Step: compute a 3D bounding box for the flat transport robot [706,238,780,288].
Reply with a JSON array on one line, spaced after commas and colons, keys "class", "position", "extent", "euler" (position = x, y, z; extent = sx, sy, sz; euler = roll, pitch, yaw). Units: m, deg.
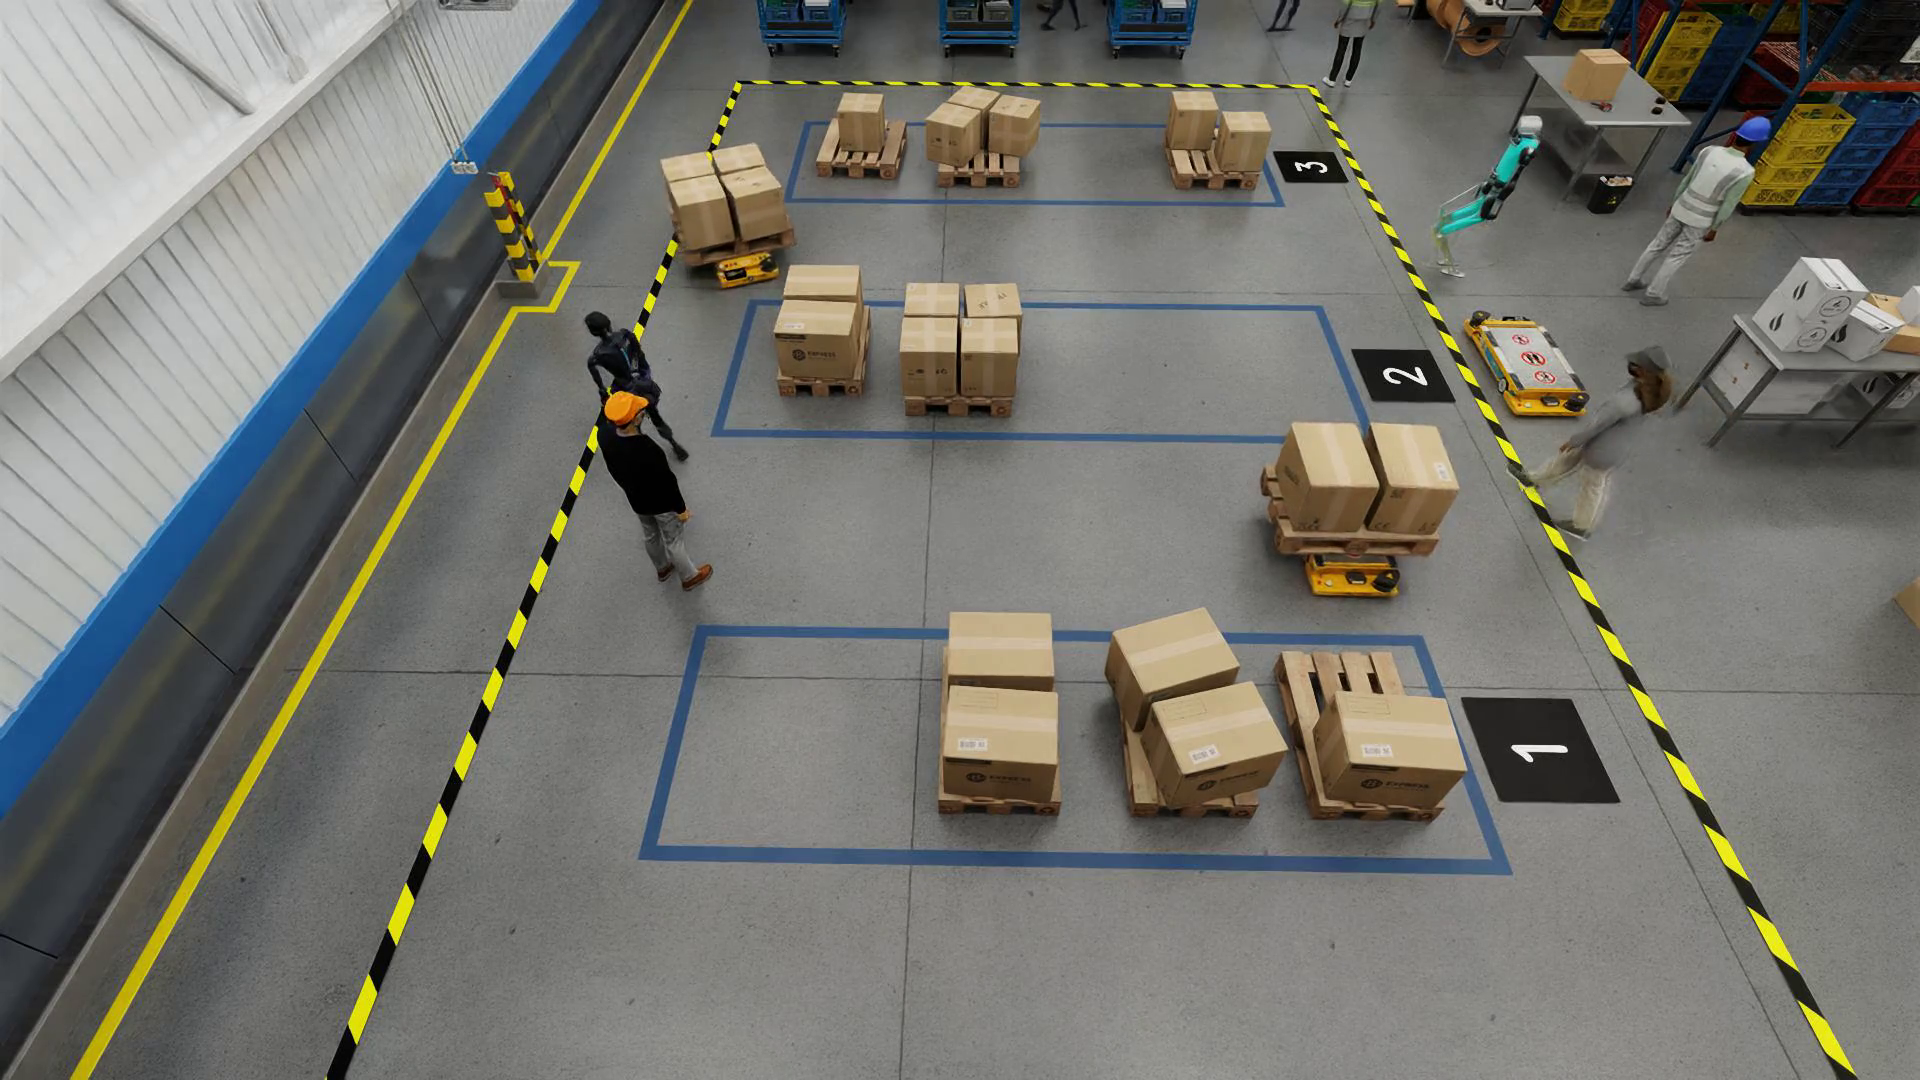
[{"class": "flat transport robot", "position": [-2.566, -3.395, 10.453], "extent": [0.652, 0.197, 1.431], "euler": [-17, 51, -14]}]

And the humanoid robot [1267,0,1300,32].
[{"class": "humanoid robot", "position": [5.191, -8.775, 14.205], "extent": [0.448, 1.640, 0.609], "euler": [-16, 51, -13]}]

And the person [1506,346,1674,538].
[{"class": "person", "position": [5.008, -0.828, 7.283], "extent": [0.571, 1.730, 0.887], "euler": [-34, 57, -26]}]

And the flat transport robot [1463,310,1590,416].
[{"class": "flat transport robot", "position": [5.573, -1.757, 9.054], "extent": [0.659, 0.231, 1.431], "euler": [1, 49, 1]}]

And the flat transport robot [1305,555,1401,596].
[{"class": "flat transport robot", "position": [3.136, -0.152, 7.647], "extent": [0.652, 0.197, 1.431], "euler": [1, 49, 1]}]

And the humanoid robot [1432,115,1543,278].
[{"class": "humanoid robot", "position": [5.360, -3.580, 9.572], "extent": [0.735, 1.677, 0.533], "euler": [9, 50, 8]}]

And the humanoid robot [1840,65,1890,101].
[{"class": "humanoid robot", "position": [12.048, -6.225, 11.913], "extent": [0.690, 1.738, 0.533], "euler": [37, 58, 27]}]

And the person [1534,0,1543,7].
[{"class": "person", "position": [9.708, -9.792, 14.887], "extent": [0.368, 1.965, 0.605], "euler": [-24, 53, -20]}]

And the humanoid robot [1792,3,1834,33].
[{"class": "humanoid robot", "position": [12.383, -7.670, 13.250], "extent": [0.378, 1.644, 0.593], "euler": [16, 51, 14]}]

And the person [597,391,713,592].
[{"class": "person", "position": [-2.251, -0.333, 6.754], "extent": [0.590, 1.882, 0.377], "euler": [22, 53, 18]}]

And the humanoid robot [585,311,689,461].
[{"class": "humanoid robot", "position": [-2.688, -1.193, 7.639], "extent": [0.411, 1.646, 0.587], "euler": [20, 52, 17]}]

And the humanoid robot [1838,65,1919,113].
[{"class": "humanoid robot", "position": [11.320, -5.593, 11.420], "extent": [0.663, 1.823, 0.538], "euler": [-13, 50, -11]}]

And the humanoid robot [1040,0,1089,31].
[{"class": "humanoid robot", "position": [1.669, -8.786, 14.245], "extent": [0.790, 1.621, 0.601], "euler": [-2, 49, -2]}]

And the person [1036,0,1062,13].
[{"class": "person", "position": [1.499, -9.559, 14.703], "extent": [0.628, 1.940, 0.379], "euler": [-21, 52, -17]}]

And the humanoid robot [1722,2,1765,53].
[{"class": "humanoid robot", "position": [11.834, -8.090, 13.611], "extent": [0.397, 1.659, 0.590], "euler": [5, 49, 4]}]

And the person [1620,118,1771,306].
[{"class": "person", "position": [7.460, -3.297, 9.283], "extent": [0.412, 1.939, 0.611], "euler": [-11, 50, -10]}]

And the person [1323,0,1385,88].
[{"class": "person", "position": [5.563, -7.335, 12.834], "extent": [0.596, 1.852, 0.369], "euler": [-1, 49, -1]}]
